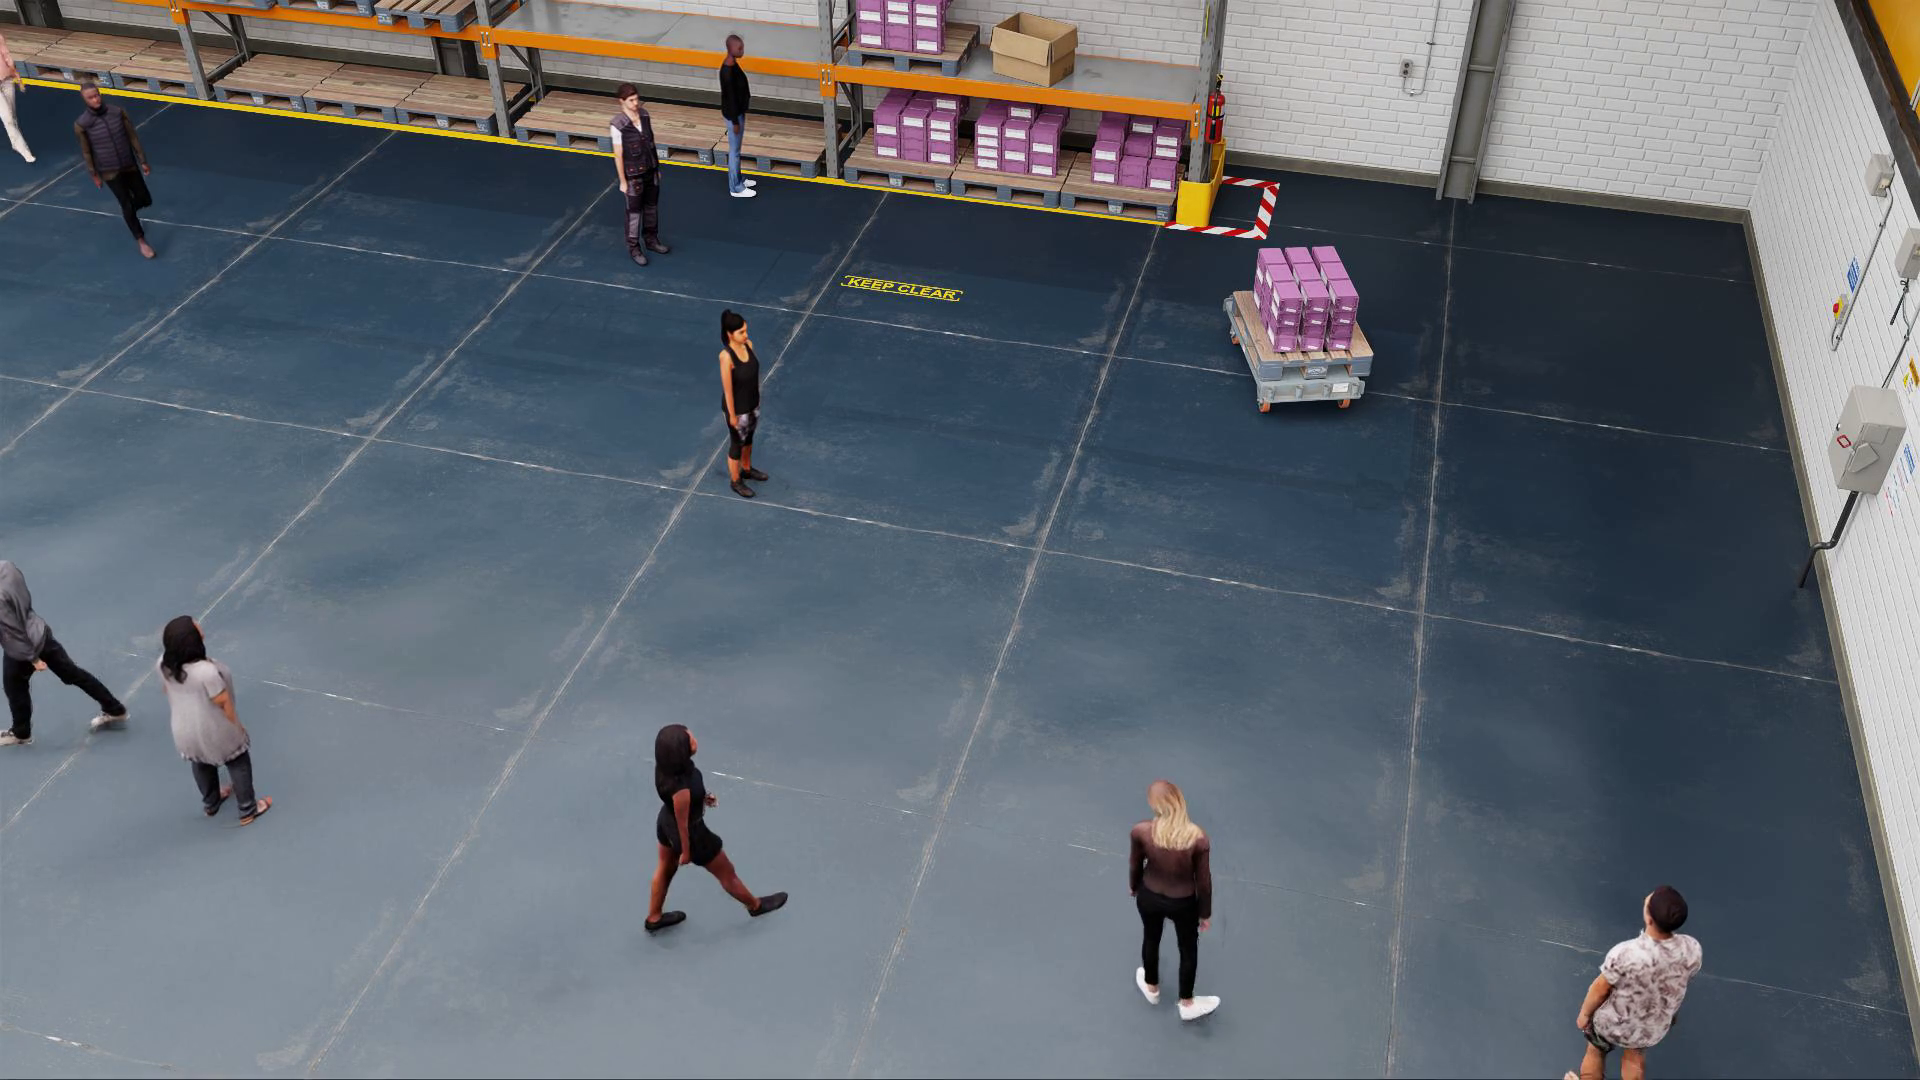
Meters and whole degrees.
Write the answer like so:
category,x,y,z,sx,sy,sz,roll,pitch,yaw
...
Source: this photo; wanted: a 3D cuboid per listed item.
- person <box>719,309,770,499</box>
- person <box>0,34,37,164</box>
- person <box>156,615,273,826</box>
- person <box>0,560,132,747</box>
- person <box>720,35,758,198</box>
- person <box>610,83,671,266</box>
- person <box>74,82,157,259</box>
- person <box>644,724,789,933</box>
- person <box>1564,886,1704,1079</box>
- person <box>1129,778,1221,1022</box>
category,x,y,z,sx,sy,sz,roll,pitch,yaw
person,-1.784,-1.127,13.507,0.541,1.666,0.610,15,41,17
person,-10.690,-5.068,18.412,1.034,1.703,0.842,27,46,29
person,-4.852,1.170,10.685,0.579,1.599,0.675,12,40,14
person,-6.175,0.686,11.194,1.212,1.719,0.909,-5,39,-6
person,-2.401,-4.521,17.693,0.634,1.746,0.654,-2,39,-2
person,-3.201,-3.663,16.537,0.720,1.848,0.745,26,45,29
person,-8.450,-3.740,16.656,1.089,1.820,0.963,32,48,33
person,-1.716,1.768,9.857,1.185,1.696,1.032,-15,41,-18
person,3.589,2.552,8.793,0.794,1.800,0.866,-3,39,-4
person,1.213,2.091,9.473,0.551,1.673,0.864,20,43,23
